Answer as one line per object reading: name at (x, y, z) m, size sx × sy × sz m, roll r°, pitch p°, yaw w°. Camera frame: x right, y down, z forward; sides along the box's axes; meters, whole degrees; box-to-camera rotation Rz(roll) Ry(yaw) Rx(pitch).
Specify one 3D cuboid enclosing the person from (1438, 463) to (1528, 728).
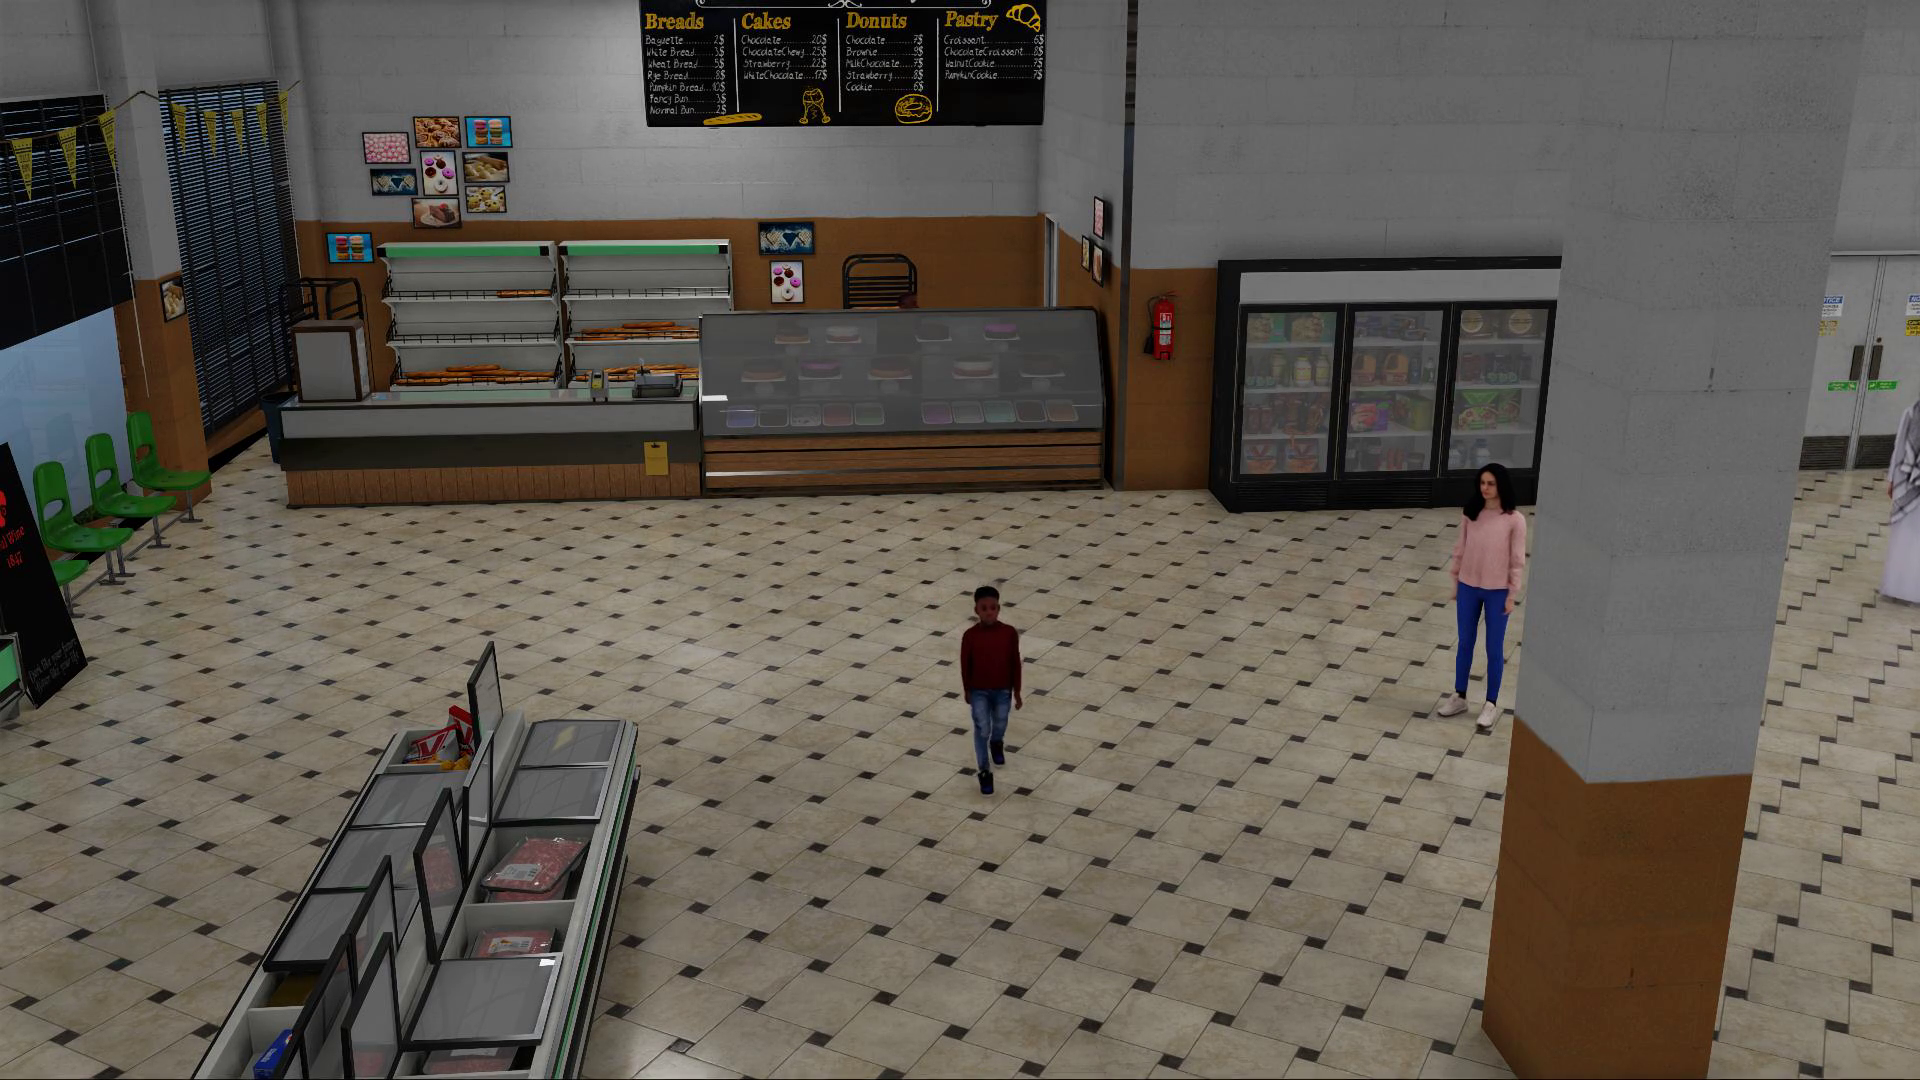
person at (3.449, 0.348, 10.913) m, size 0.700 × 1.768 × 0.781 m, roll 16°, pitch 23°, yaw 42°

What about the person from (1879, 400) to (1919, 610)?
person at (7.610, -0.405, 13.118) m, size 0.893 × 1.926 × 0.815 m, roll -15°, pitch 23°, yaw -41°

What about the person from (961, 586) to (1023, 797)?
person at (0.188, 0.866, 10.123) m, size 0.500 × 1.234 × 0.867 m, roll -2°, pitch 17°, yaw -5°
